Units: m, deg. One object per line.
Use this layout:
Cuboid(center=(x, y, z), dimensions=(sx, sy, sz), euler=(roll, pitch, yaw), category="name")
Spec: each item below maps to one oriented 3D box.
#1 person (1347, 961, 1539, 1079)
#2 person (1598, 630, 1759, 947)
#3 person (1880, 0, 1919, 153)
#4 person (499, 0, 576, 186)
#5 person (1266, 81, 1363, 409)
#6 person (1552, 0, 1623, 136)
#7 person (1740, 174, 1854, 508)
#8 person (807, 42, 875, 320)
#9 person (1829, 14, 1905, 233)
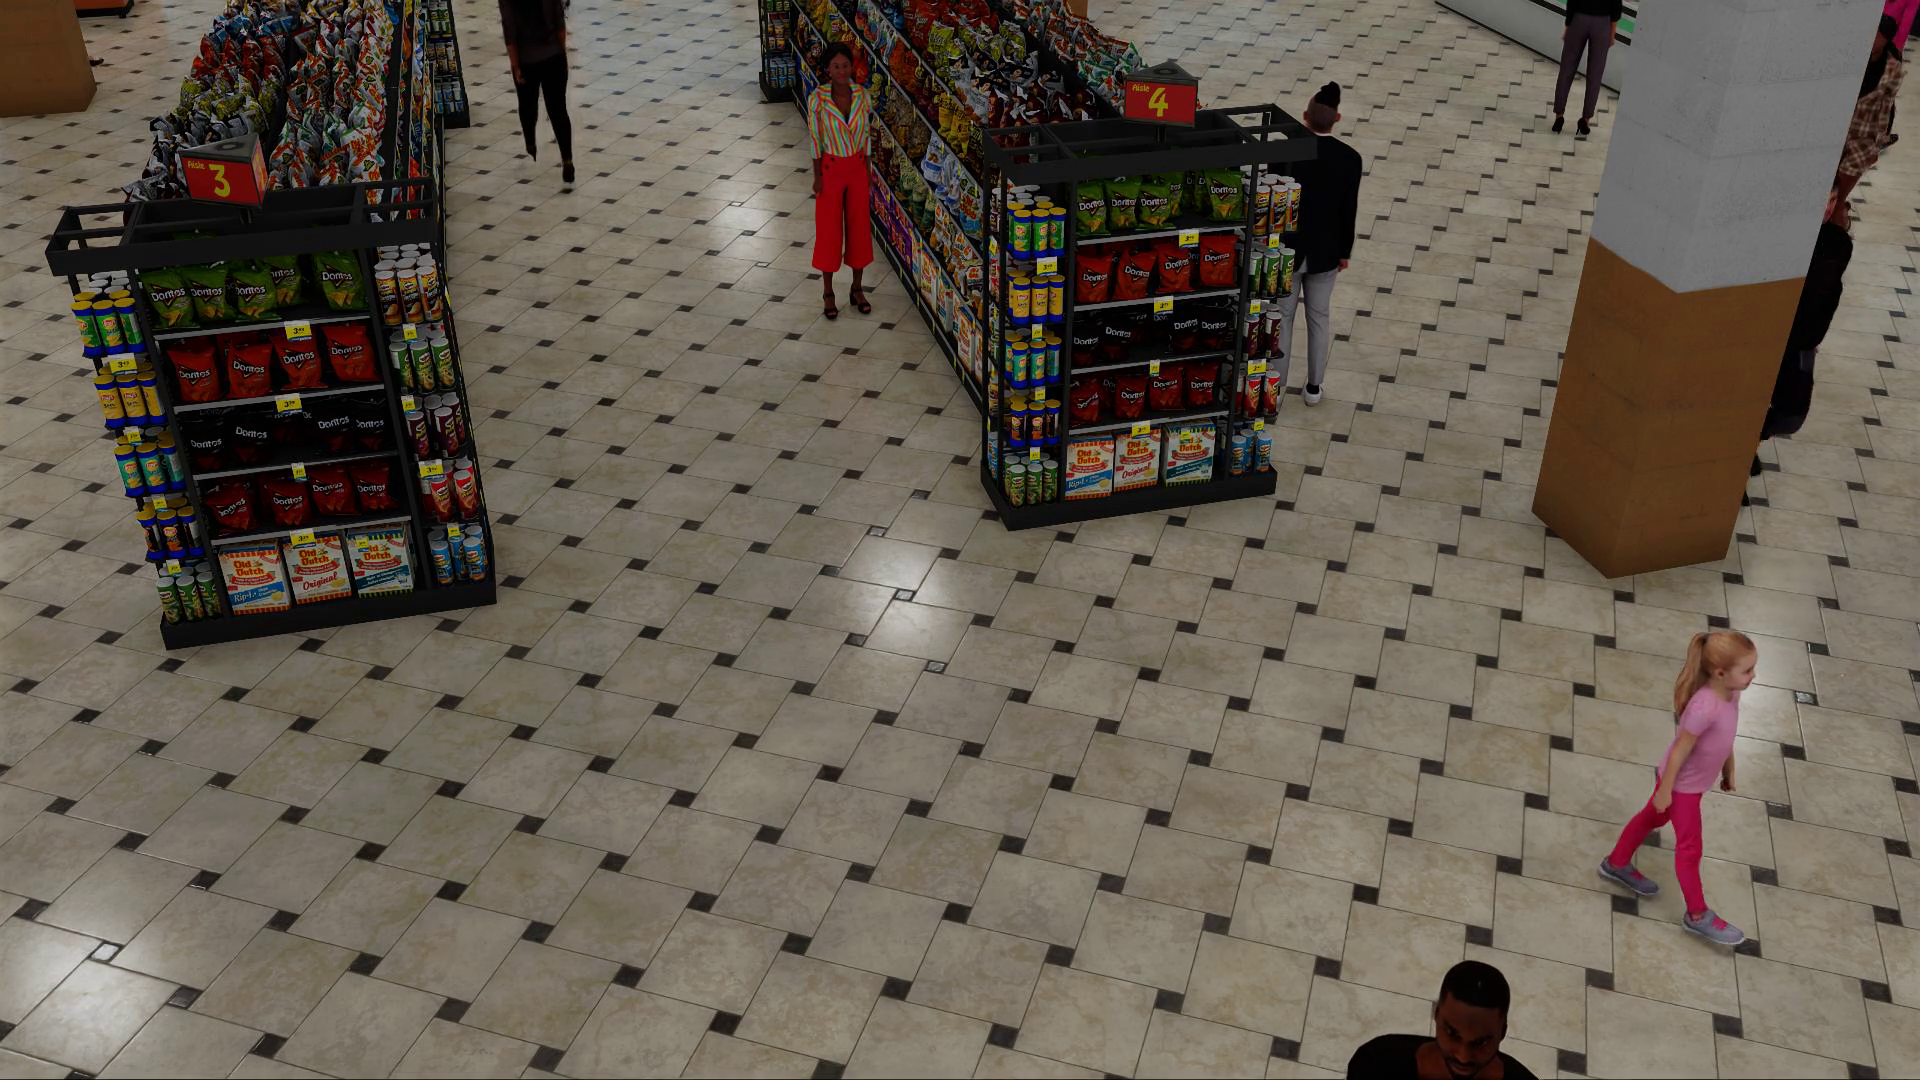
Cuboid(center=(1.151, 1.732, 4.193), dimensions=(0.720, 1.805, 0.719), euler=(9, 33, 14), category="person")
Cuboid(center=(2.620, 0.847, 6.143), dimensions=(0.883, 1.248, 0.759), euler=(25, 40, 34), category="person")
Cuboid(center=(7.259, -3.838, 13.287), dimensions=(0.911, 1.655, 1.100), euler=(-21, 37, -29), category="person")
Cuboid(center=(-3.193, -3.604, 12.787), dimensions=(0.726, 1.785, 1.179), euler=(-12, 34, -18), category="person")
Cuboid(center=(1.989, -1.679, 9.538), dimensions=(0.761, 1.950, 0.690), euler=(0, 32, 0), category="person")
Cuboid(center=(5.244, -4.218, 13.878), dimensions=(0.685, 1.675, 0.728), euler=(13, 34, 21), category="person")
Cuboid(center=(4.212, -1.066, 8.671), dimensions=(0.805, 1.825, 0.838), euler=(-2, 32, -3), category="person")
Cuboid(center=(-0.754, -2.295, 10.676), dimensions=(0.617, 1.794, 0.565), euler=(-13, 34, -19), category="person")
Cuboid(center=(6.078, -2.688, 11.327), dimensions=(0.924, 1.772, 0.994), euler=(-26, 40, -36), category="person")
